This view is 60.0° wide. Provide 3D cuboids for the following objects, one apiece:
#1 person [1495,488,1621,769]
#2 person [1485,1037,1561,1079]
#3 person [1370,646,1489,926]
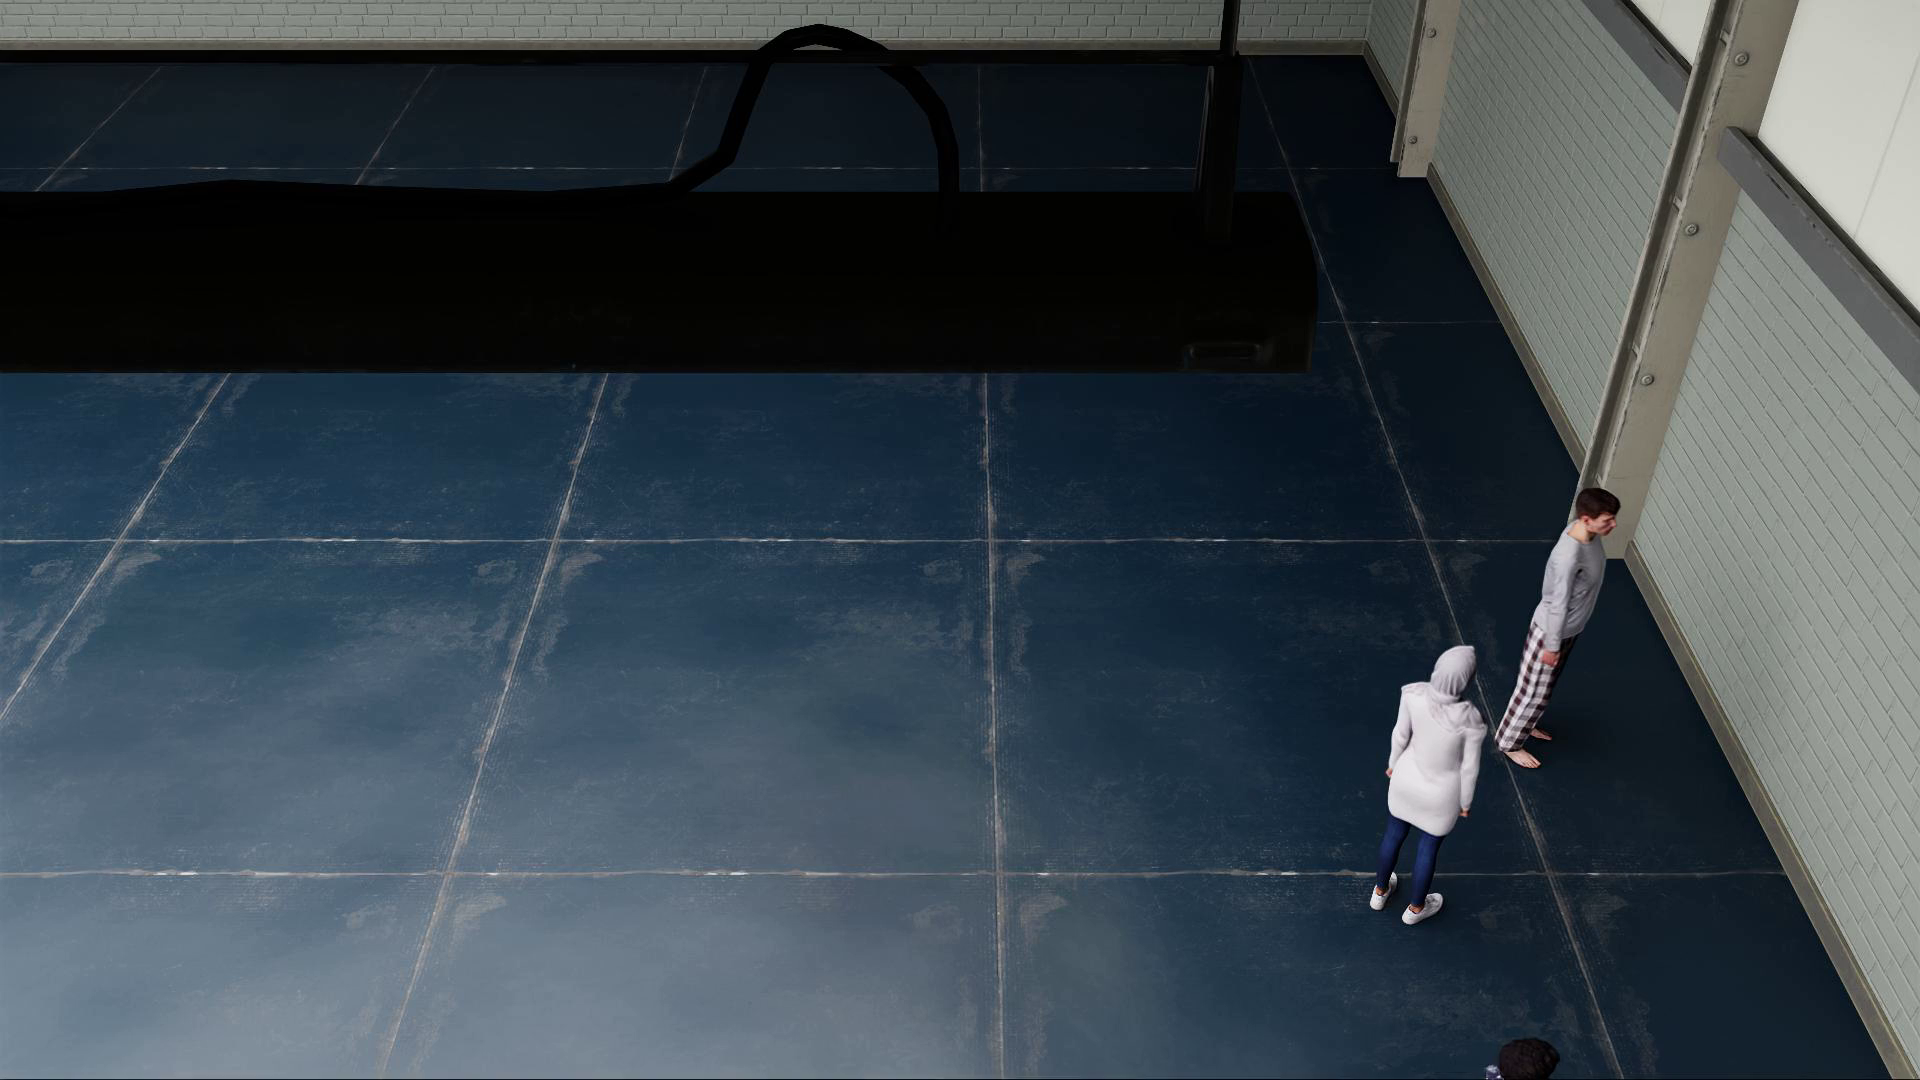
[{"bbox_3d":[3.344,0.463,9.310,0.774,1.847,0.671,22,42,26],"label":"person"},{"bbox_3d":[2.240,2.561,7.068,0.788,1.220,0.818,-19,41,-23],"label":"person"},{"bbox_3d":[2.343,1.233,8.356,0.696,1.775,0.741,28,45,32],"label":"person"}]
